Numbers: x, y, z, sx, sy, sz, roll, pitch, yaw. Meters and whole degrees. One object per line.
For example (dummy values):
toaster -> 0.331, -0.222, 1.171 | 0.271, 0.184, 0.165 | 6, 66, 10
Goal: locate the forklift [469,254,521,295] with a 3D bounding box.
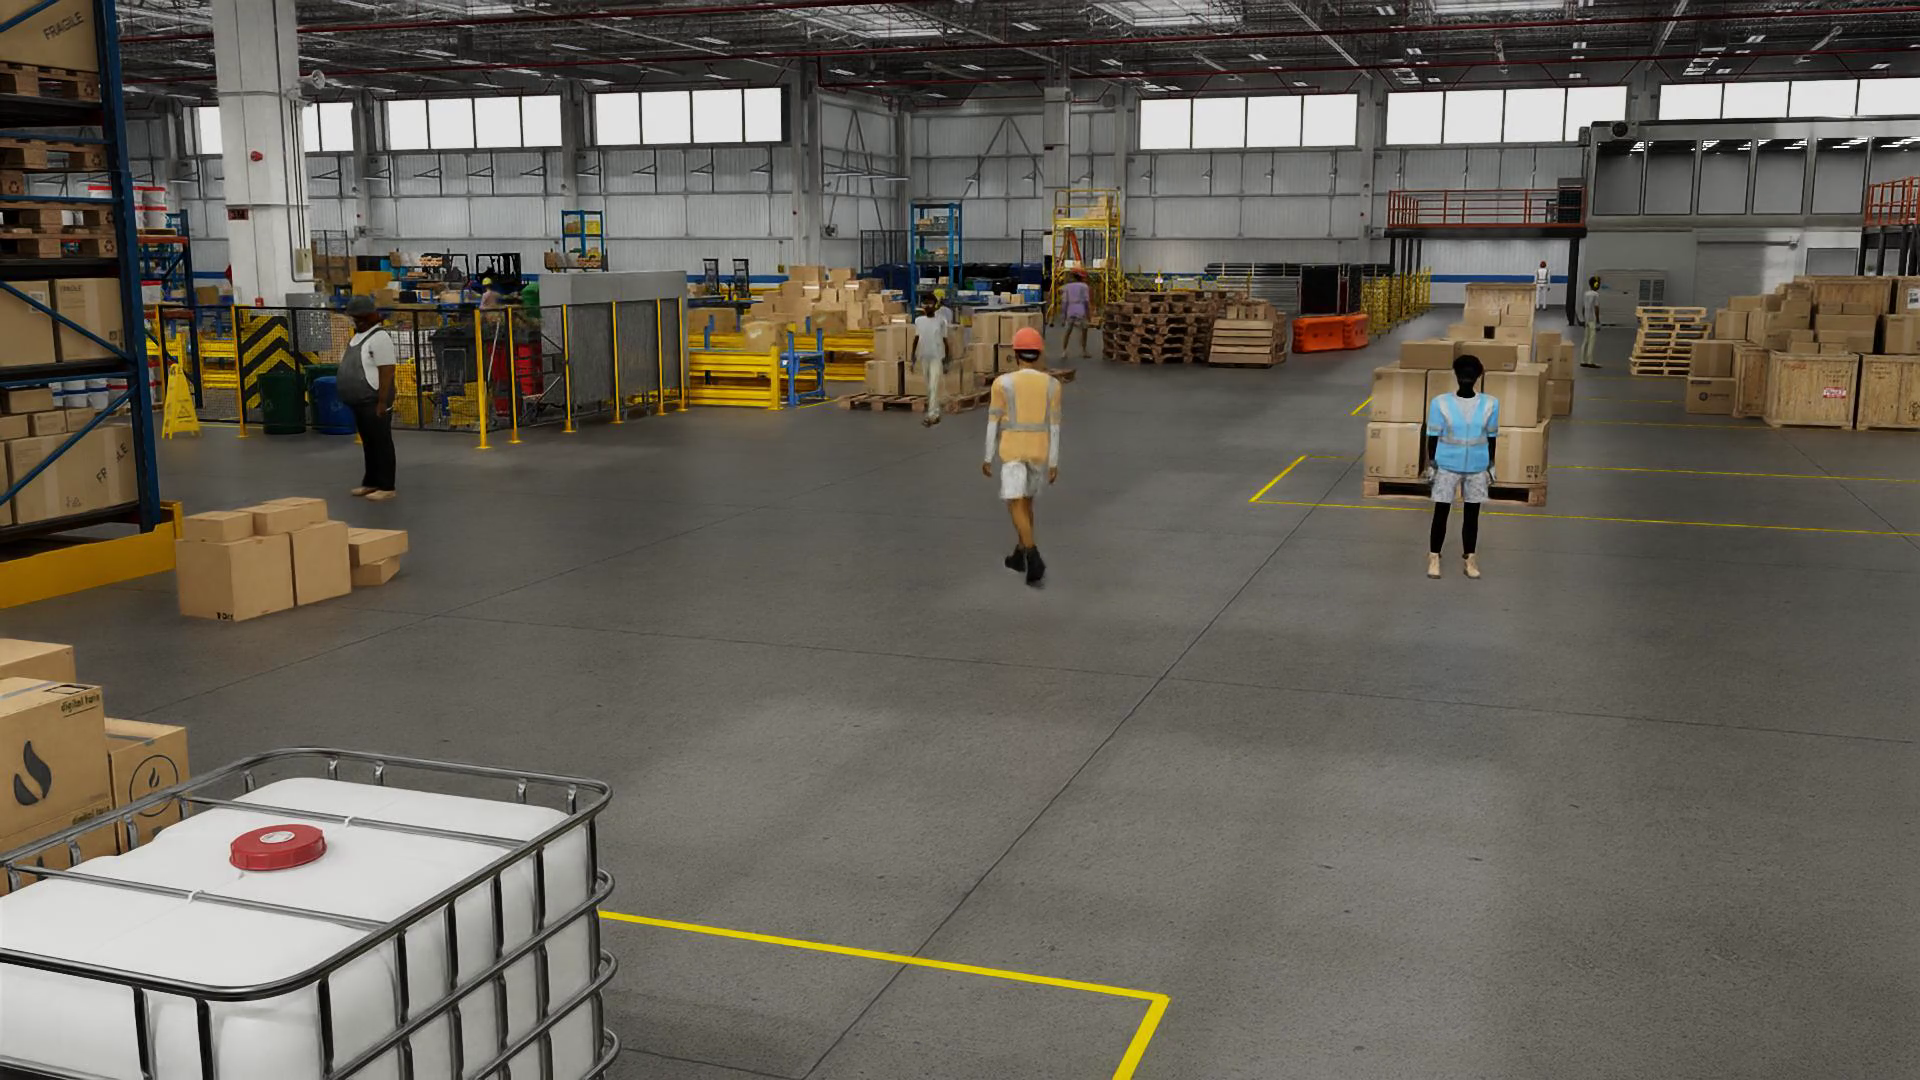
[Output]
forklift -> -17.990, -10.121, 64.684 | 1.157, 1.987, 2.680 | 3, 11, 17

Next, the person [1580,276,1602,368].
person -> 12.872, -4.430, 33.855 | 0.328, 1.876, 0.515 | -2, 10, -12

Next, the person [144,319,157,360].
person -> -16.583, -4.301, 33.709 | 0.718, 1.676, 0.538 | 4, 11, 21

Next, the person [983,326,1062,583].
person -> 0.499, -0.642, 12.457 | 0.558, 1.907, 0.920 | -4, 11, -19

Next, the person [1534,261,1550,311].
person -> 22.061, -9.619, 63.050 | 0.584, 1.881, 0.337 | 3, 11, 18

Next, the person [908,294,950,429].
person -> -0.428, -2.450, 22.827 | 0.498, 1.826, 0.979 | 5, 11, 24

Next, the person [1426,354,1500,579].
person -> 3.757, -0.544, 12.460 | 0.539, 1.698, 0.319 | 1, 10, 4

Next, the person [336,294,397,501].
person -> -5.834, -1.403, 16.338 | 0.536, 2.000, 0.672 | -8, 13, -39

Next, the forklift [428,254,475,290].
forklift -> -20.133, -10.254, 65.465 | 1.157, 1.987, 2.680 | 3, 11, 19

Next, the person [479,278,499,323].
person -> -10.928, -5.174, 38.459 | 0.895, 1.719, 0.541 | 4, 11, 19

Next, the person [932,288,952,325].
person -> -0.275, -3.216, 27.222 | 0.811, 1.808, 0.599 | 4, 11, 22

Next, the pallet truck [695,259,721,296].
pallet truck -> -9.165, -9.627, 62.776 | 0.823, 1.965, 1.885 | 4, 11, 23

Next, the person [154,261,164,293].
person -> -33.836, -10.893, 70.391 | 0.407, 1.832, 0.577 | 0, 10, 1

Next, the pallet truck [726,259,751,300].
pallet truck -> -7.986, -9.493, 62.019 | 0.823, 1.965, 1.885 | 3, 11, 17

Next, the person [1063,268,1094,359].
person -> 2.601, -4.984, 36.645 | 0.653, 1.985, 0.947 | 6, 12, 32
